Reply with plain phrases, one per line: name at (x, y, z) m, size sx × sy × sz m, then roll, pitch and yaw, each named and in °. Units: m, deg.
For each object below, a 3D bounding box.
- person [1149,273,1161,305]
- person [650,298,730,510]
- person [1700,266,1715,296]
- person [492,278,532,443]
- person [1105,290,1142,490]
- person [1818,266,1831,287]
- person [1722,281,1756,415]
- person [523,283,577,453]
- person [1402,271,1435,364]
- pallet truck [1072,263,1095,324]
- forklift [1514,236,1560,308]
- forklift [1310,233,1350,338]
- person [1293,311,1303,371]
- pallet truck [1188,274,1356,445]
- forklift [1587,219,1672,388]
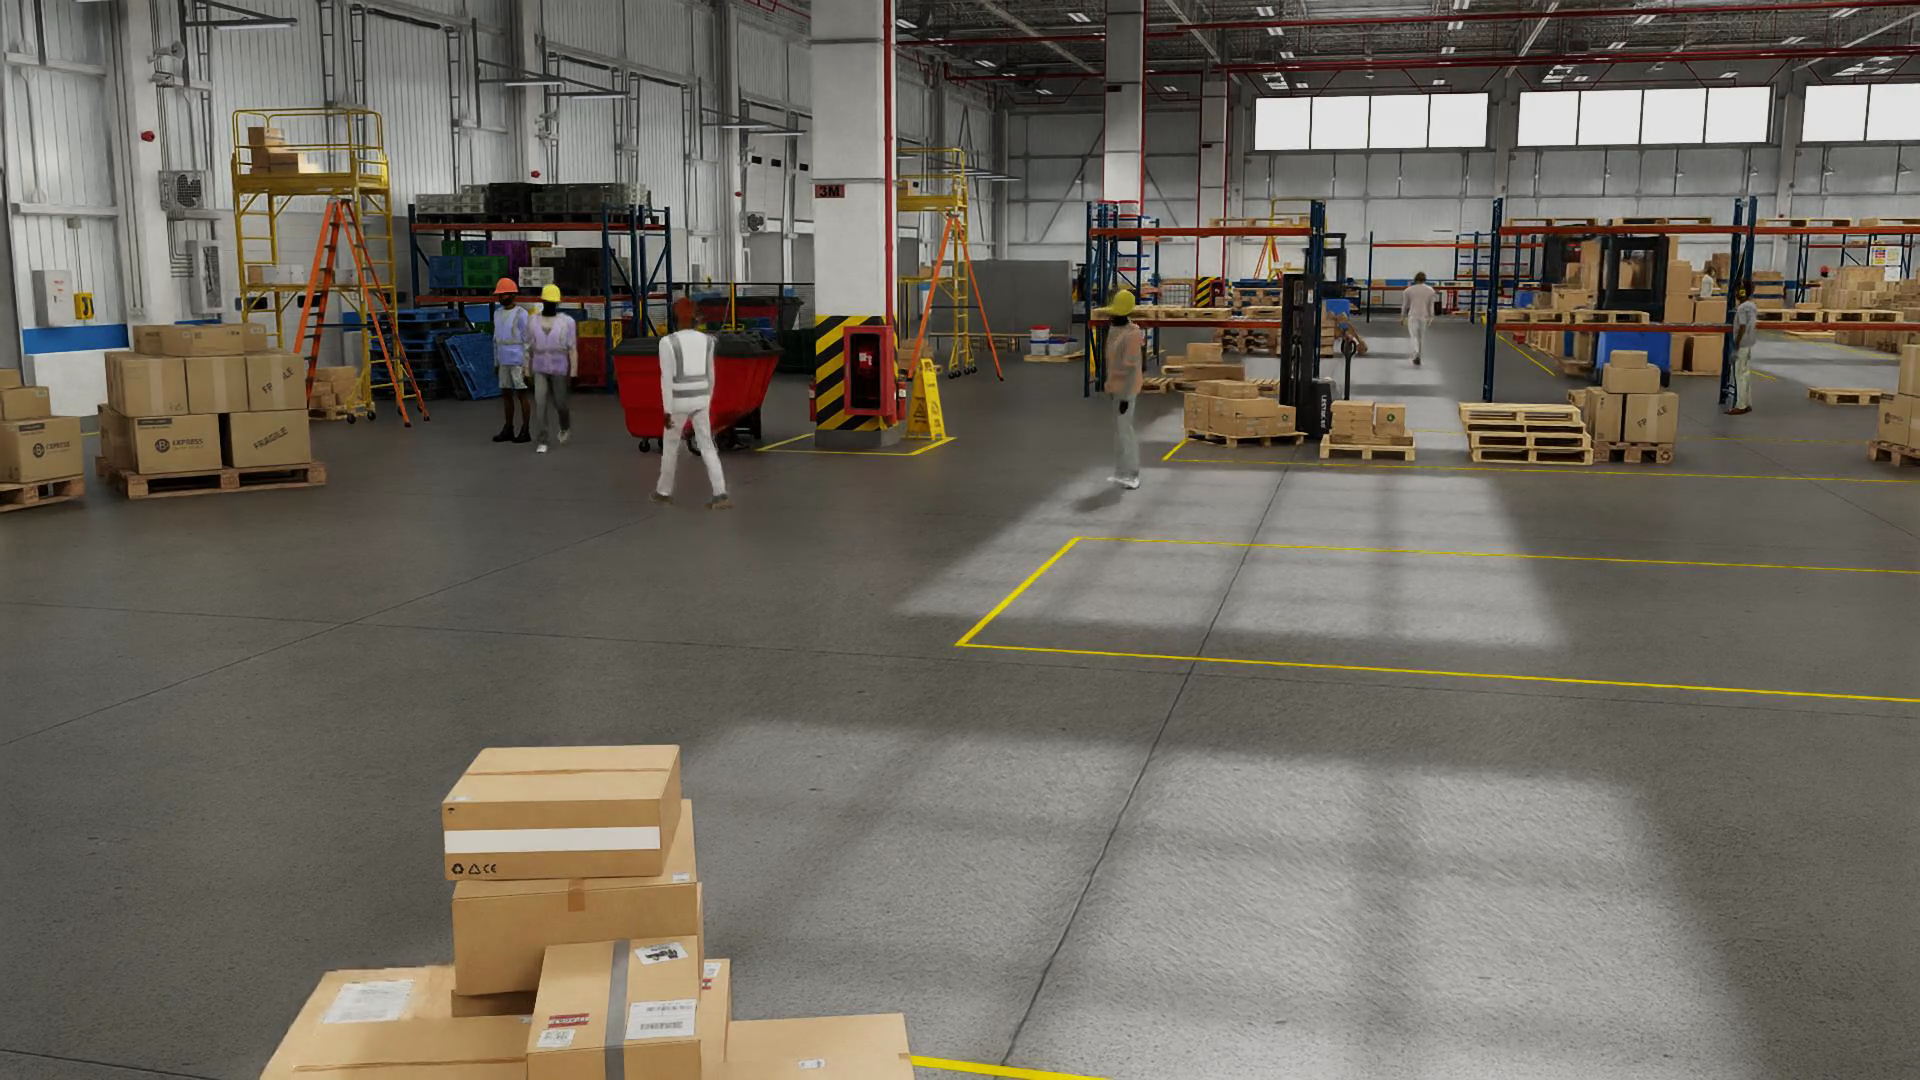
person at (6.358, -7.797, 53.860) m, size 0.625 × 1.682 × 0.540 m, roll -6°, pitch 12°, yaw -33°
person at (-2.348, -1.177, 14.437) m, size 0.599 × 1.834 × 0.999 m, roll -9°, pitch 13°, yaw -42°
person at (22.816, -7.401, 50.805) m, size 0.362 × 1.929 × 0.629 m, roll 6°, pitch 11°, yaw 30°
person at (-5.286, -2.108, 19.582) m, size 0.544 × 1.939 × 0.372 m, roll 5°, pitch 11°, yaw 29°
person at (1.524, -1.430, 15.794) m, size 0.383 × 1.879 × 0.721 m, roll -2°, pitch 10°, yaw -13°
person at (27.088, -7.637, 52.225) m, size 0.431 × 1.909 × 0.606 m, roll 2°, pitch 10°, yaw 11°
person at (10.810, -2.646, 23.006) m, size 0.375 × 1.866 × 0.597 m, roll 9°, pitch 13°, yaw 41°
person at (-4.616, -1.949, 18.782) m, size 0.602 × 1.899 × 0.749 m, roll -1°, pitch 10°, yaw -5°
person at (9.386, -4.547, 34.062) m, size 0.641 × 1.910 × 0.912 m, roll 1°, pitch 10°, yaw 5°
pallet truck at (4.325, -8.180, 55.162) m, size 0.823 × 1.965 × 1.885 m, roll 6°, pitch 11°, yaw 31°
forklift at (18.427, -8.095, 52.067) m, size 1.873 × 2.768 × 1.129 m, roll 1°, pitch 10°, yaw 7°
forklift at (9.769, -6.782, 44.336) m, size 1.129 × 2.768 × 1.873 m, roll 1°, pitch 10°, yaw 5°
person at (6.626, -4.102, 31.928) m, size 0.323 × 1.736 × 0.488 m, roll 6°, pitch 11°, yaw 30°
pallet truck at (3.653, -2.138, 19.590) m, size 1.885 × 1.965 × 0.823 m, roll -4°, pitch 10°, yaw -20°
forklift at (11.336, -4.005, 27.986) m, size 1.129 × 2.768 × 1.873 m, roll 2°, pitch 10°, yaw 14°
